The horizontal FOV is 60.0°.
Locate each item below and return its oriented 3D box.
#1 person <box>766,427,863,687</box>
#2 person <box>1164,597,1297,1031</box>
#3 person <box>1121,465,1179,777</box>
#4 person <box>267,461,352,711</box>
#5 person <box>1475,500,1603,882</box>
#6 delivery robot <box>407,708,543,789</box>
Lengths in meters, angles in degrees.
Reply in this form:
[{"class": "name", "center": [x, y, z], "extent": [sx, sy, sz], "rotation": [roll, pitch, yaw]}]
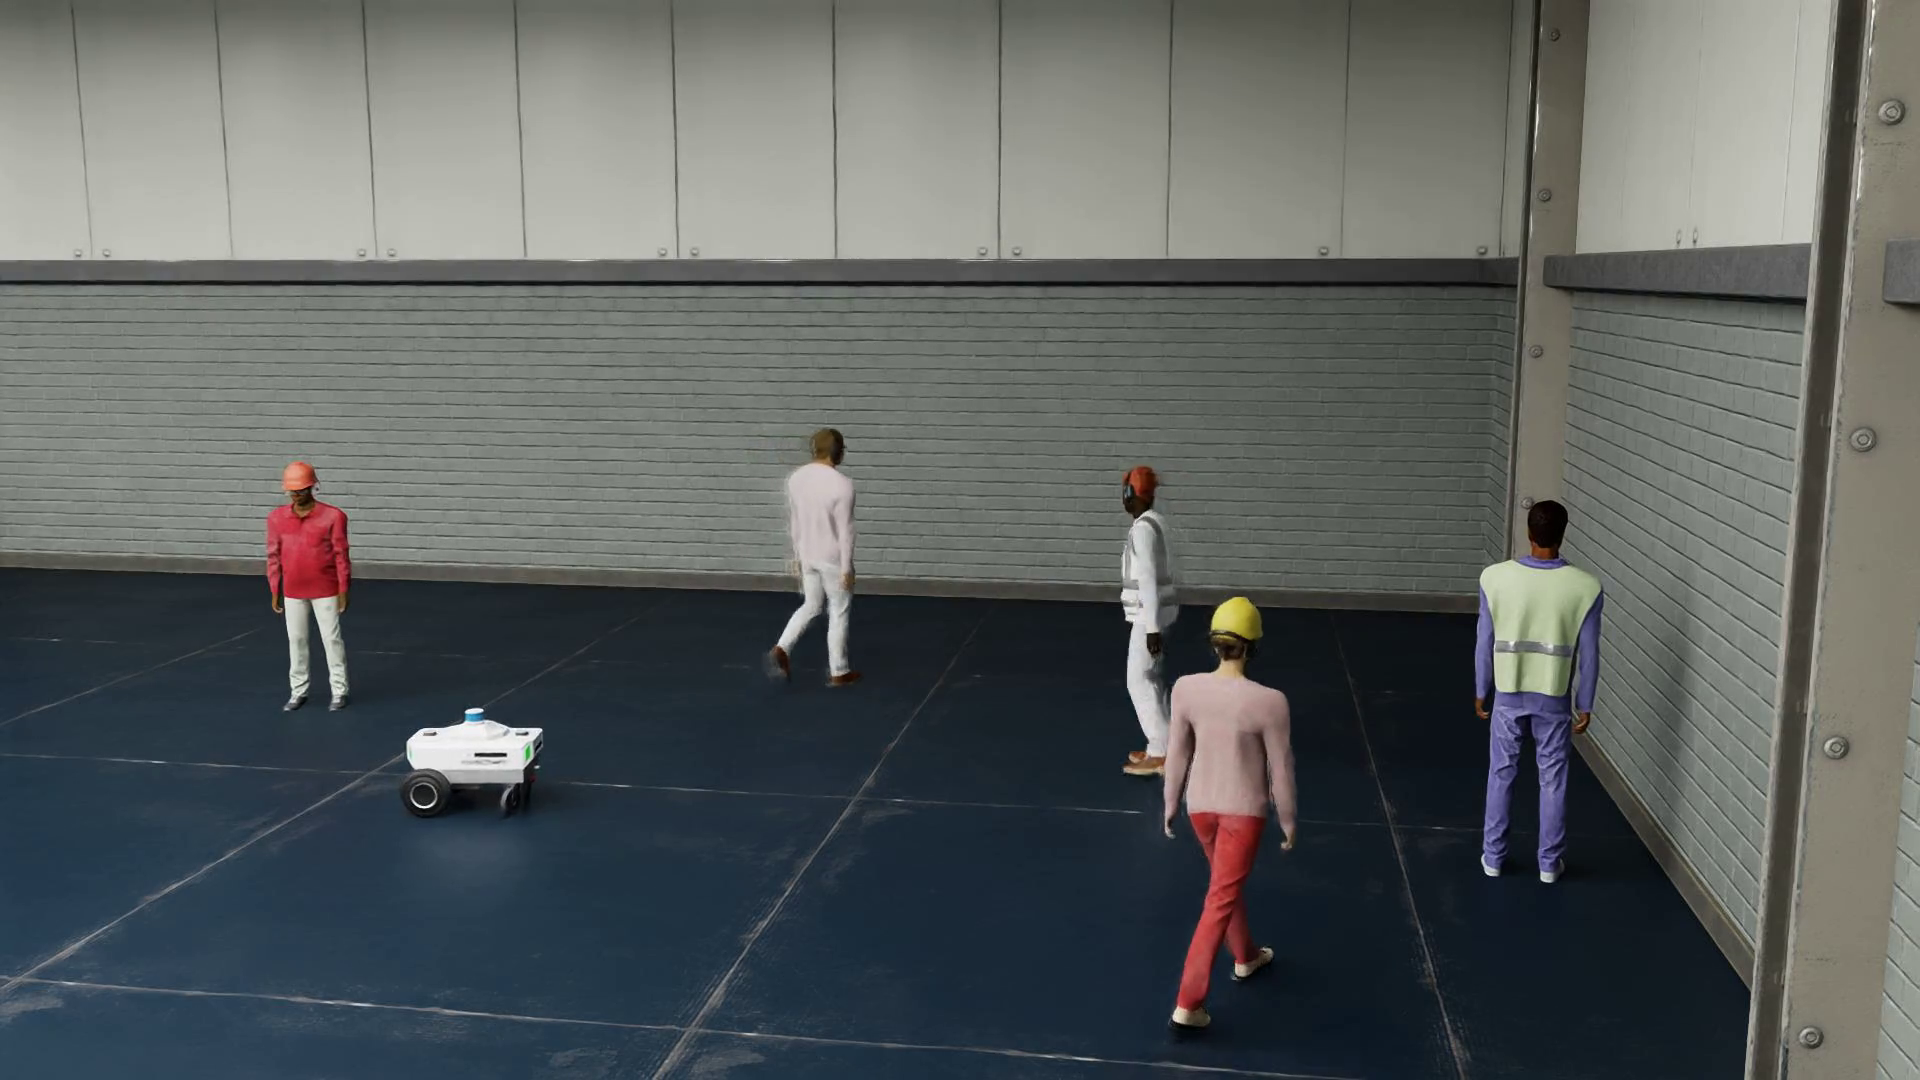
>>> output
[{"class": "person", "center": [-1.029, 0.148, 11.962], "extent": [0.634, 1.924, 0.701], "rotation": [8, 12, 41]}, {"class": "person", "center": [1.094, 1.086, 6.781], "extent": [0.537, 1.717, 0.934], "rotation": [7, 12, 39]}, {"class": "person", "center": [1.143, 0.483, 10.115], "extent": [0.404, 1.844, 0.656], "rotation": [2, 10, 14]}, {"class": "person", "center": [-4.475, 0.322, 11.432], "extent": [0.570, 1.743, 0.351], "rotation": [0, 9, -1]}, {"class": "person", "center": [2.854, 0.756, 8.255], "extent": [0.579, 1.911, 0.396], "rotation": [3, 10, 20]}, {"class": "delivery robot", "center": [-2.731, 1.196, 9.401], "extent": [0.707, 0.478, 0.477], "rotation": [0, 9, -1]}]
